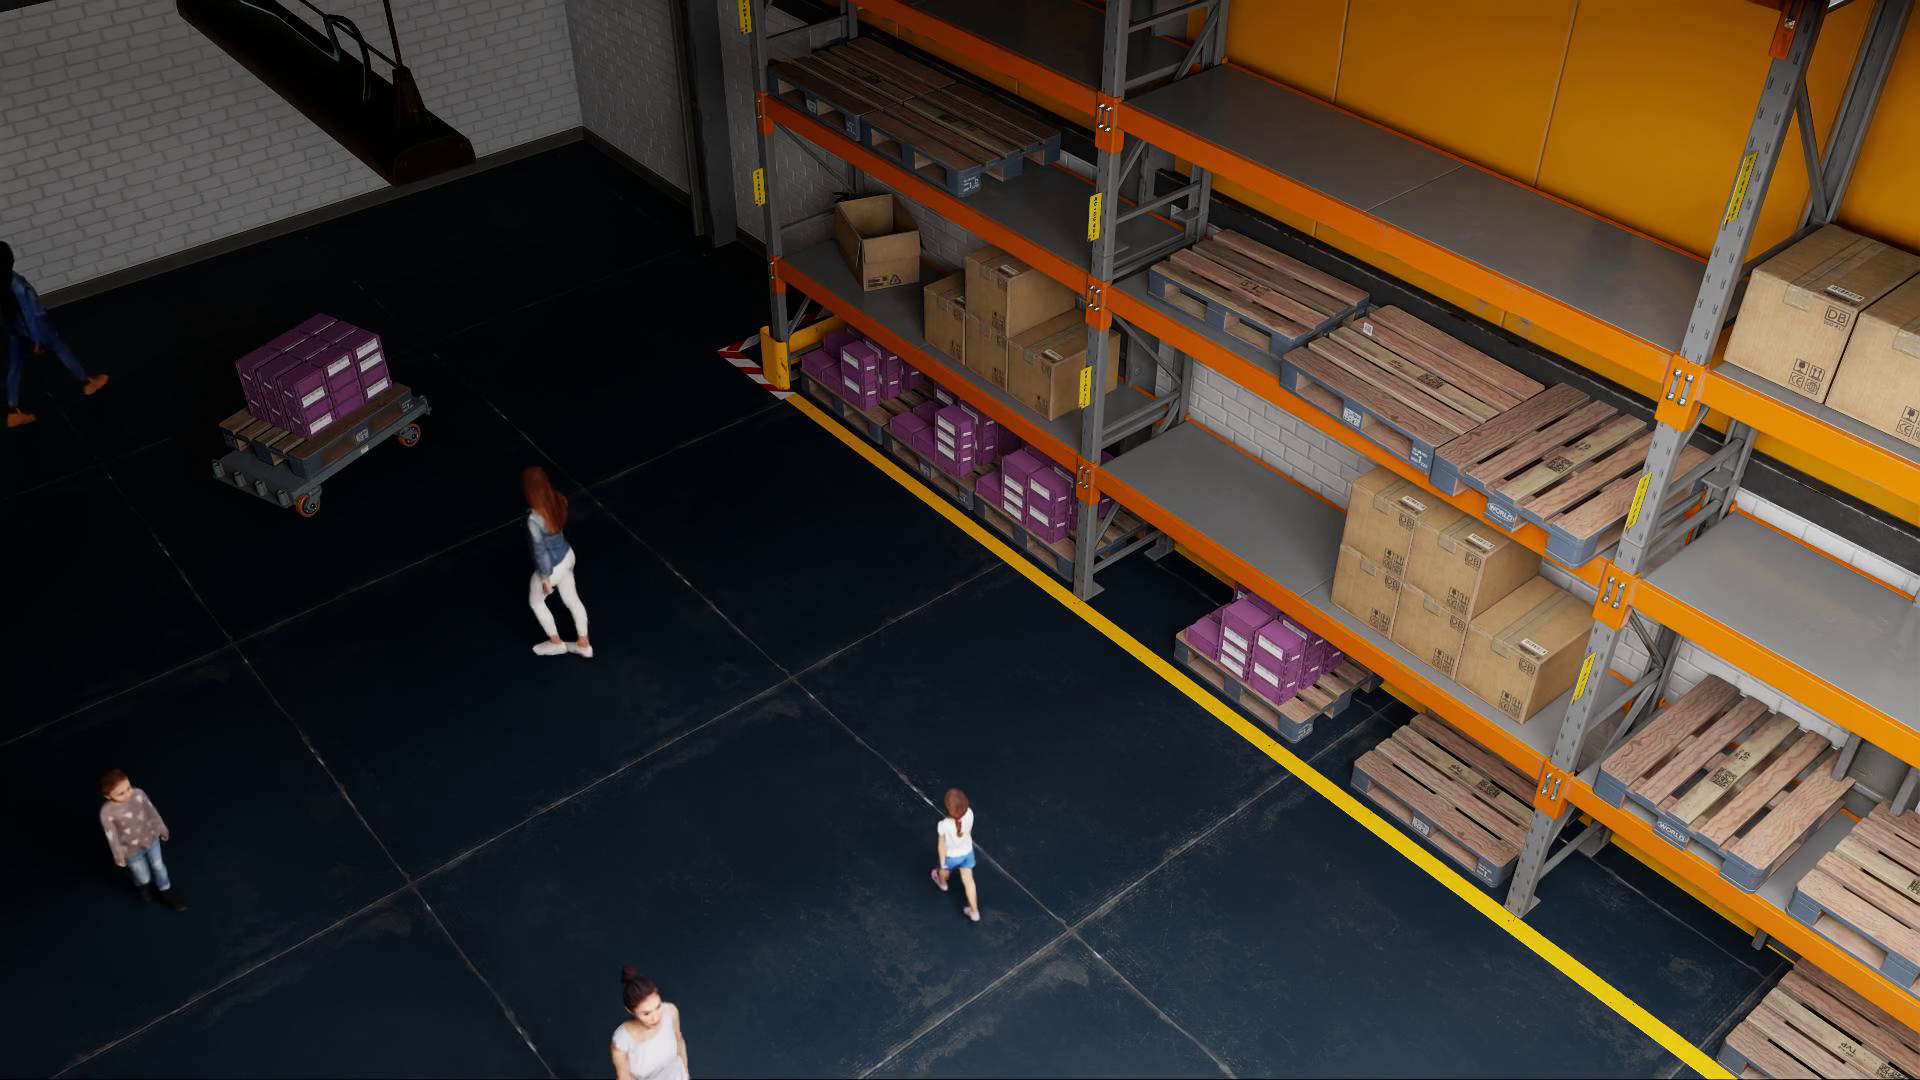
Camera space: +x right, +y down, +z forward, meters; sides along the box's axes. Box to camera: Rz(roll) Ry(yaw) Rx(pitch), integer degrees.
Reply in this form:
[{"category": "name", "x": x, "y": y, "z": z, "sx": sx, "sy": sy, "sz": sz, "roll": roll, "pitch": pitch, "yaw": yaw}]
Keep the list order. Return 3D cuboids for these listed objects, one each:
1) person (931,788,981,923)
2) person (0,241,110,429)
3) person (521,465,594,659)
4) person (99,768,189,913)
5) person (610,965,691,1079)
[{"category": "person", "x": 0.004, "y": 1.935, "z": 10.249, "sx": 0.528, "sy": 1.001, "sz": 0.766, "roll": -17, "pitch": 42, "yaw": -20}, {"category": "person", "x": -8.117, "y": -1.741, "z": 14.322, "sx": 1.227, "sy": 1.661, "sz": 0.992, "roll": 19, "pitch": 42, "yaw": 22}, {"category": "person", "x": -2.818, "y": 0.199, "z": 11.874, "sx": 0.830, "sy": 1.685, "sz": 0.777, "roll": 12, "pitch": 40, "yaw": 14}, {"category": "person", "x": -5.087, "y": 1.831, "z": 10.228, "sx": 0.672, "sy": 1.189, "sz": 0.584, "roll": 23, "pitch": 44, "yaw": 26}, {"category": "person", "x": -1.646, "y": 2.796, "z": 8.694, "sx": 0.587, "sy": 1.596, "sz": 0.744, "roll": -30, "pitch": 47, "yaw": -32}]
